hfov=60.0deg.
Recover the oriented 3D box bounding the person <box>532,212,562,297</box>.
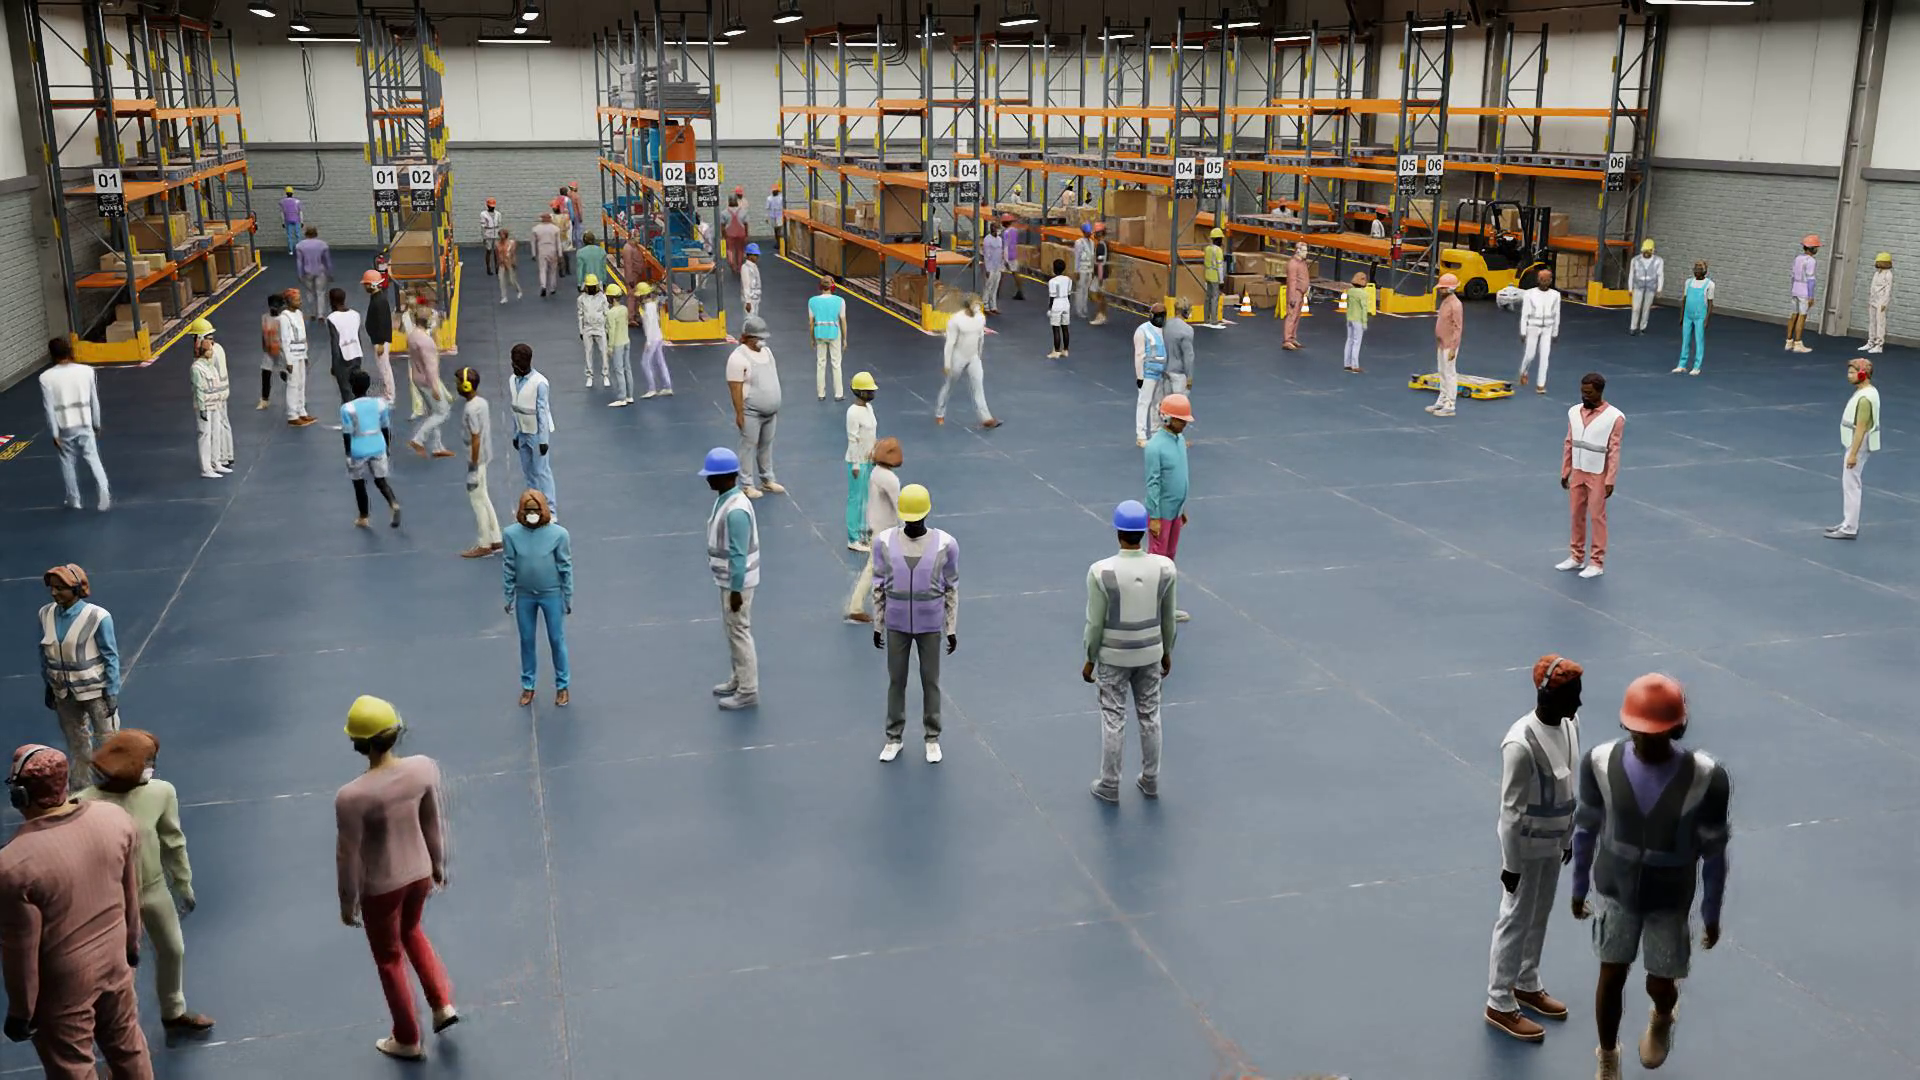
[{"bbox_3d":[-9.331,-6.456,37.573,0.668,1.865,0.946,-2,15,-9],"label":"person"}]

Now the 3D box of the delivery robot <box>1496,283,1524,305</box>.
[{"bbox_3d":[11.592,-5.164,35.038,0.477,0.478,0.707,13,19,40],"label":"delivery robot"}]

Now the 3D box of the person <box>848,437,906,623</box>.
[{"bbox_3d":[-0.586,-0.091,14.153,0.887,1.585,0.522,-5,16,-20],"label":"person"}]

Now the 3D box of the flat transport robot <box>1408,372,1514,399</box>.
[{"bbox_3d":[7.581,-2.354,25.188,0.652,0.197,1.431,-12,19,-38],"label":"flat transport robot"}]

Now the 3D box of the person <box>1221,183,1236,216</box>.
[{"bbox_3d":[7.833,-9.562,49.122,0.638,1.930,0.558,0,15,1],"label":"person"}]

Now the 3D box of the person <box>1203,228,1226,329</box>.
[{"bbox_3d":[4.930,-5.060,32.191,0.364,1.930,0.588,-6,16,-21],"label":"person"}]

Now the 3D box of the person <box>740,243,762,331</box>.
[{"bbox_3d":[-3.589,-4.141,28.700,0.401,1.943,0.615,2,15,6],"label":"person"}]

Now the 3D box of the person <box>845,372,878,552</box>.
[{"bbox_3d":[-0.954,-0.779,16.393,0.318,1.769,0.522,5,16,16],"label":"person"}]

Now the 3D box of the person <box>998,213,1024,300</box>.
[{"bbox_3d":[1.010,-6.267,36.812,0.954,1.887,0.559,10,18,34],"label":"person"}]

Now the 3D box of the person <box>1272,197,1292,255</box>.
[{"bbox_3d":[8.784,-8.467,45.386,0.567,1.725,0.657,0,15,1],"label":"person"}]

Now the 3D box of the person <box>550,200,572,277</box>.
[{"bbox_3d":[-9.965,-7.500,41.435,0.574,1.895,0.483,-2,15,-9],"label":"person"}]

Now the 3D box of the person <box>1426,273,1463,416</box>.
[{"bbox_3d":[6.819,-2.740,23.341,0.399,1.989,0.622,-1,15,-2],"label":"person"}]

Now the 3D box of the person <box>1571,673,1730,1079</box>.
[{"bbox_3d":[2.992,1.514,7.251,0.648,2.033,0.615,9,17,31],"label":"person"}]

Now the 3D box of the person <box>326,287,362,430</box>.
[{"bbox_3d":[-8.218,-2.428,22.309,0.370,1.916,0.597,4,15,16],"label":"person"}]

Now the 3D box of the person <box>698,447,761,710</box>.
[{"bbox_3d":[-1.669,0.271,12.126,0.420,1.937,0.607,-4,15,-15],"label":"person"}]

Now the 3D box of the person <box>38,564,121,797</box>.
[{"bbox_3d":[-5.368,0.937,10.178,0.514,1.642,0.310,3,15,11],"label":"person"}]

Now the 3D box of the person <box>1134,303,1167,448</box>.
[{"bbox_3d":[2.499,-2.110,21.266,0.624,1.841,0.430,-11,18,-36],"label":"person"}]

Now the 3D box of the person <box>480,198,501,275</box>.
[{"bbox_3d":[-11.794,-7.660,41.970,0.543,1.933,0.364,-13,20,-40],"label":"person"}]

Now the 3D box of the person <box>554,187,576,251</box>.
[{"bbox_3d":[-11.537,-9.372,48.587,0.634,1.841,0.429,6,16,22],"label":"person"}]

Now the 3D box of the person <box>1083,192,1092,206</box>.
[{"bbox_3d":[3.486,-8.600,45.628,0.316,1.870,0.531,6,16,22],"label":"person"}]

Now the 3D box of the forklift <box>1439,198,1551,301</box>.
[{"bbox_3d":[11.913,-6.508,37.130,2.313,2.155,1.214,-4,15,-15],"label":"forklift"}]

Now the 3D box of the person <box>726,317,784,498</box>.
[{"bbox_3d":[-2.253,-1.493,18.554,0.535,2.000,0.685,9,17,31],"label":"person"}]

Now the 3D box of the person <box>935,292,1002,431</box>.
[{"bbox_3d":[0.053,-2.395,22.312,0.690,1.865,1.094,-11,19,-36],"label":"person"}]

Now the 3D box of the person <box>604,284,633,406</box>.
[{"bbox_3d":[-4.953,-2.814,24.051,0.321,1.769,0.523,4,16,16],"label":"person"}]

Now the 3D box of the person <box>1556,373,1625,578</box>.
[{"bbox_3d":[5.876,-0.617,15.524,0.411,1.907,0.601,-9,17,-30],"label":"person"}]

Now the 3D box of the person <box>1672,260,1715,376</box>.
[{"bbox_3d":[11.826,-3.574,26.762,0.345,1.846,0.508,-11,19,-37],"label":"person"}]

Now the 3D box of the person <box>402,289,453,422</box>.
[{"bbox_3d":[-7.428,-2.584,23.081,0.575,1.823,0.730,5,16,19],"label":"person"}]

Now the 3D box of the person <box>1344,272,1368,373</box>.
[{"bbox_3d":[6.443,-3.538,27.049,0.287,1.629,0.501,-6,16,-22],"label":"person"}]

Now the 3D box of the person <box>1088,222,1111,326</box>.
[{"bbox_3d":[2.702,-5.183,32.493,0.479,2.011,0.652,5,16,17],"label":"person"}]

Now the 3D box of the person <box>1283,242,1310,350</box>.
[{"bbox_3d":[5.985,-4.322,29.489,0.397,1.898,0.636,7,16,25],"label":"person"}]

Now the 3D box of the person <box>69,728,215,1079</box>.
[{"bbox_3d":[-3.783,1.633,7.613,0.597,1.619,0.336,-14,20,-43],"label":"person"}]

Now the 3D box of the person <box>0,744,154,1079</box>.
[{"bbox_3d":[-3.587,1.727,6.694,0.401,1.907,0.646,5,16,18],"label":"person"}]

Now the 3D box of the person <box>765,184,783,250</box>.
[{"bbox_3d":[-5.461,-9.518,49.031,0.576,1.887,0.963,3,15,11],"label":"person"}]

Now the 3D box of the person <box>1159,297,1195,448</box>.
[{"bbox_3d":[2.766,-2.121,21.144,0.384,1.928,0.635,-8,17,-27],"label":"person"}]

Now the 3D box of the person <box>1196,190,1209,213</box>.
[{"bbox_3d":[7.402,-9.827,50.515,0.518,1.716,0.701,-7,17,-26],"label":"person"}]

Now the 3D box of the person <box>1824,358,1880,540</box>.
[{"bbox_3d":[9.058,-0.916,16.789,0.397,1.833,0.573,7,16,25],"label":"person"}]

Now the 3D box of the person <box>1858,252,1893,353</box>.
[{"bbox_3d":[16.103,-4.166,29.183,0.295,1.743,0.492,0,15,-1],"label":"person"}]

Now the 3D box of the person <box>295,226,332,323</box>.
[{"bbox_3d":[-12.843,-5.290,33.109,0.651,1.906,0.842,-5,16,-20],"label":"person"}]

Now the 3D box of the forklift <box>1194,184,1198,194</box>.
[{"bbox_3d":[7.392,-11.333,53.972,1.873,2.768,1.129,-4,15,-15],"label":"forklift"}]
